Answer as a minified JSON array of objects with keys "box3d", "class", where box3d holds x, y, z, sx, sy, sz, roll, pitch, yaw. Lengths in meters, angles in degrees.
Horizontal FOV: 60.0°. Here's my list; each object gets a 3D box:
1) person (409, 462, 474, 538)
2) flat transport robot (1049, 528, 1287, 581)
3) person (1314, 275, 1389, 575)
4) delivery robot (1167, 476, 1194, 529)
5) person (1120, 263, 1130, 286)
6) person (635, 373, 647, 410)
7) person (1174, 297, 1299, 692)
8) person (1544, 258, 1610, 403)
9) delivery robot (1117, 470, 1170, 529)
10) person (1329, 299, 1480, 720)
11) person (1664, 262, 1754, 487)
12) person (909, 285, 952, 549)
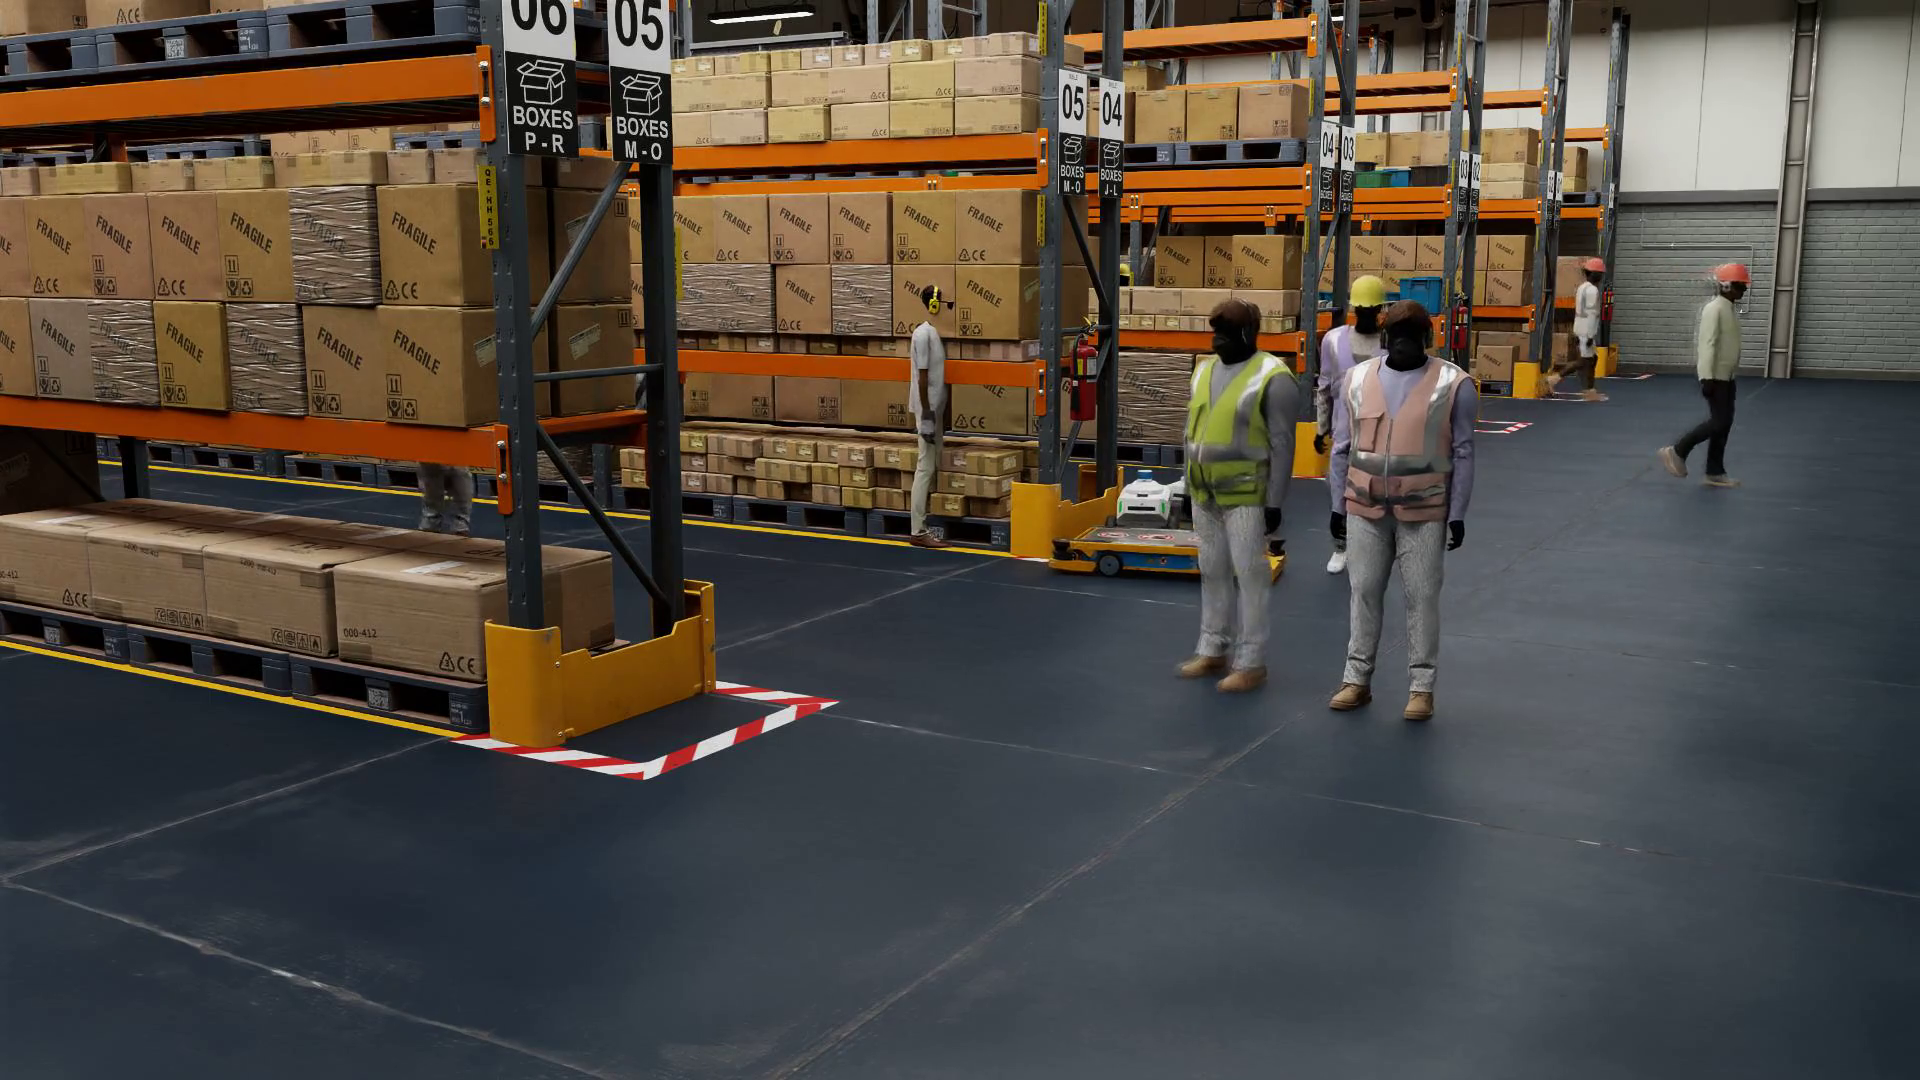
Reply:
[{"box3d":[-3.640,-0.883,11.595,0.803,1.907,0.344,3,10,16],"class":"person"},{"box3d":[1.344,0.077,10.706,1.431,0.197,0.652,3,10,17],"class":"flat transport robot"},{"box3d":[2.538,-0.707,10.489,0.626,1.903,0.560,5,11,25],"class":"person"},{"box3d":[1.745,-0.332,11.996,0.477,0.478,0.707,5,11,27],"class":"delivery robot"},{"box3d":[2.381,-3.126,24.632,0.393,1.923,0.605,7,12,34],"class":"person"},{"box3d":[-3.369,-1.857,17.493,1.032,1.822,0.600,6,11,32],"class":"person"},{"box3d":[1.274,-0.215,7.832,0.429,1.841,0.631,-7,12,-35],"class":"person"},{"box3d":[8.594,-2.894,23.035,0.836,2.016,0.611,1,10,7],"class":"person"},{"box3d":[1.268,-0.239,11.452,0.477,0.478,0.707,2,10,9],"class":"delivery robot"},{"box3d":[1.928,-0.133,7.345,0.633,1.841,0.429,6,11,30],"class":"person"},{"box3d":[6.649,-1.454,14.672,0.544,1.977,0.629,9,13,44],"class":"person"},{"box3d":[-0.186,-0.870,11.620,0.326,1.860,0.515,2,10,12],"class":"person"}]
